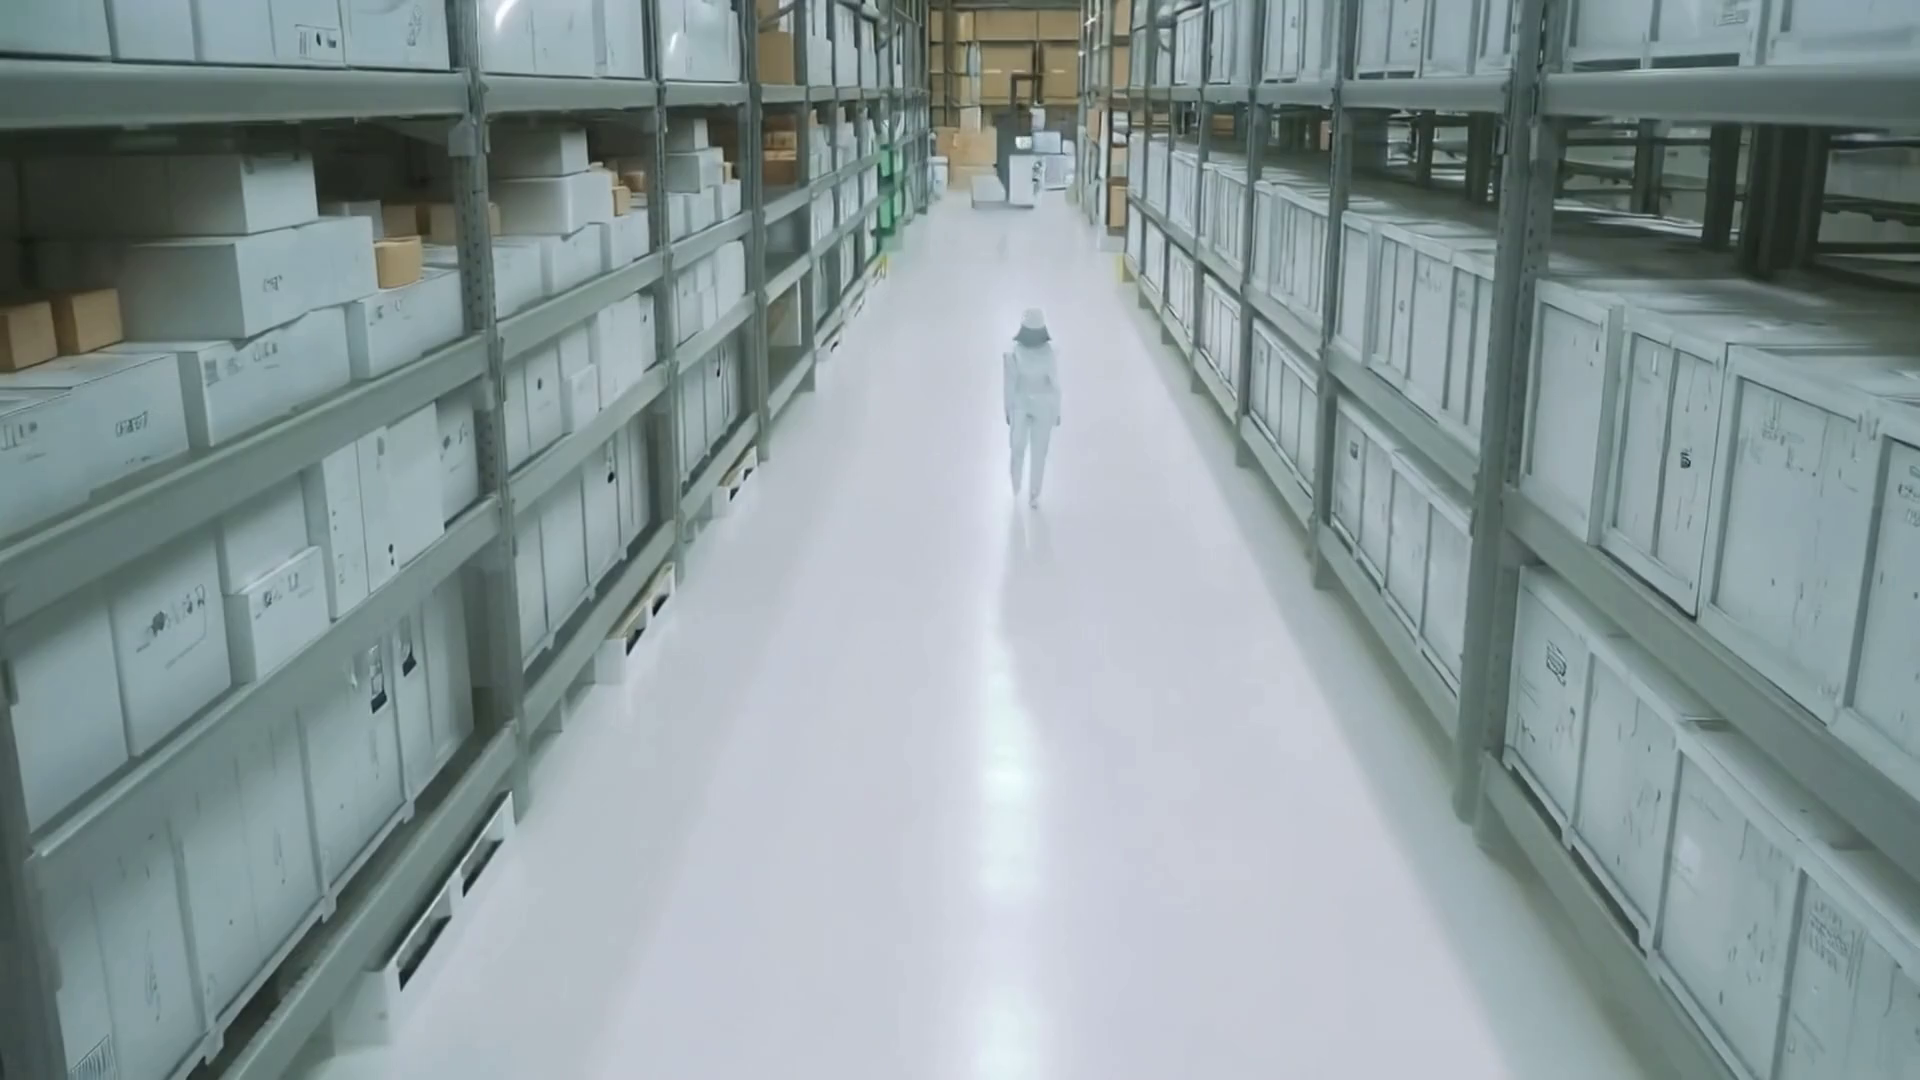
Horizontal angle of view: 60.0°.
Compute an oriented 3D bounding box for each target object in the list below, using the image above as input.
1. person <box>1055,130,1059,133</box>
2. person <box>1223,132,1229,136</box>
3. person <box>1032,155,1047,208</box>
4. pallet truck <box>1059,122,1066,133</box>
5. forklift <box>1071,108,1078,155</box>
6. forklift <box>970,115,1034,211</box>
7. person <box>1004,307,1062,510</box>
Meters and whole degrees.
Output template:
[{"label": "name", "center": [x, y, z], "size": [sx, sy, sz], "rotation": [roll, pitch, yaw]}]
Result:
[{"label": "person", "center": [4.982, -20.406, 86.071], "size": [0.310, 1.637, 0.522], "rotation": [5, 16, 17]}, {"label": "person", "center": [11.525, -16.449, 70.968], "size": [1.100, 1.858, 0.637], "rotation": [1, 15, 2]}, {"label": "person", "center": [2.470, -11.148, 51.624], "size": [0.514, 1.641, 0.308], "rotation": [-8, 17, -29]}, {"label": "pallet truck", "center": [5.788, -21.111, 88.014], "size": [1.885, 1.965, 0.823], "rotation": [5, 16, 18]}, {"label": "forklift", "center": [5.585, -18.477, 76.538], "size": [1.129, 2.768, 1.873], "rotation": [-7, 17, -24]}, {"label": "forklift", "center": [1.278, -11.348, 50.014], "size": [1.873, 2.768, 1.129], "rotation": [1, 15, 4]}, {"label": "person", "center": [0.618, -1.107, 14.097], "size": [0.490, 1.730, 0.358], "rotation": [-1, 15, -3]}]
